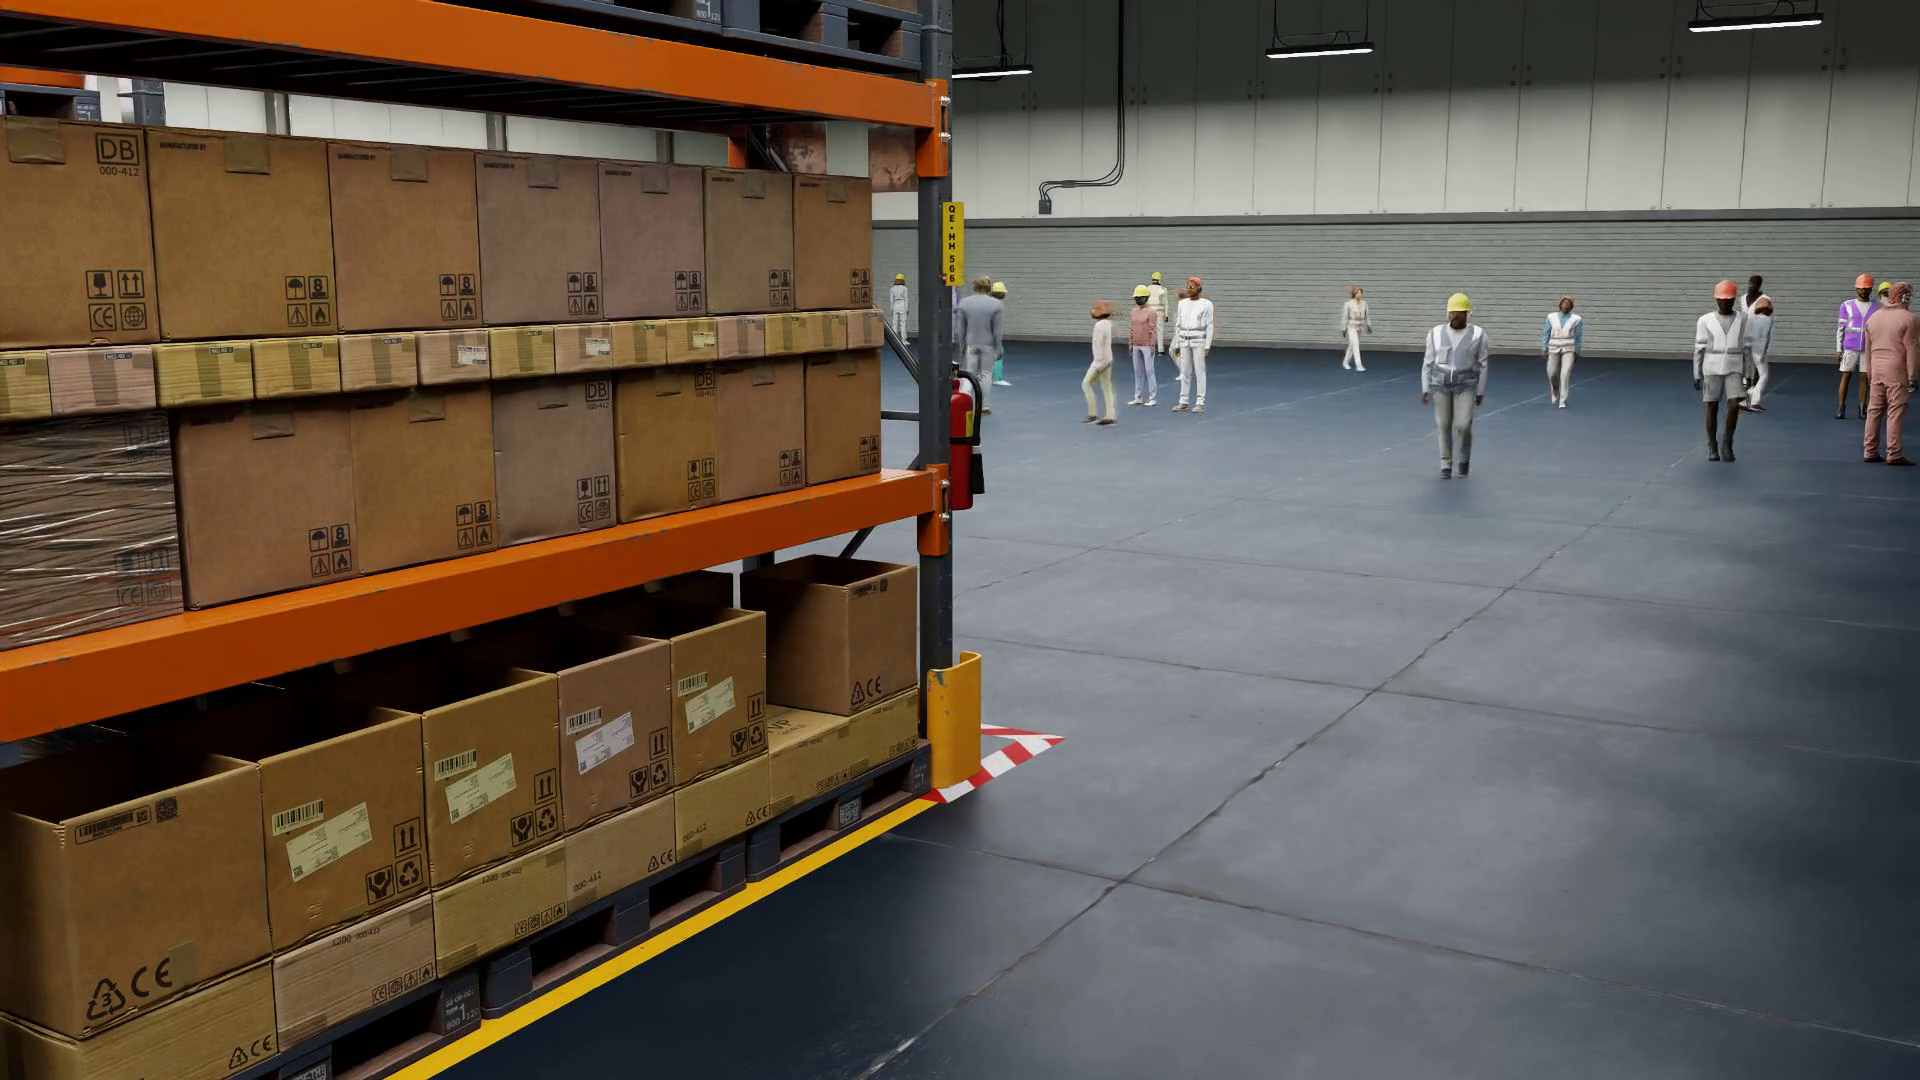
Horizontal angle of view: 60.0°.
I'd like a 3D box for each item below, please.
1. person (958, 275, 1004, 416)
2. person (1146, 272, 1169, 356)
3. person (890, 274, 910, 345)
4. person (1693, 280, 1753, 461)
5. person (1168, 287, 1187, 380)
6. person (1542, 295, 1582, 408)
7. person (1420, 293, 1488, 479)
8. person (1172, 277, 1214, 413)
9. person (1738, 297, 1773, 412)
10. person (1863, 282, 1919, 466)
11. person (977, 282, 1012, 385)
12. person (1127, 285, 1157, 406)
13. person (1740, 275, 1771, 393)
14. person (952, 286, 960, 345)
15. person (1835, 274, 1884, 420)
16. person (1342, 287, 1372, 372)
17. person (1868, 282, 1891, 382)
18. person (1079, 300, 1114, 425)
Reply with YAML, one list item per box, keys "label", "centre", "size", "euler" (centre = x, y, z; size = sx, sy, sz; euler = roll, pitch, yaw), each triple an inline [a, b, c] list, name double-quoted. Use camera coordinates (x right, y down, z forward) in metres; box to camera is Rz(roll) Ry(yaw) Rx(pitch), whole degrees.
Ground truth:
- label: "person"
  centre: [0.267, -2.623, 22.537]
  size: [0.629, 1.928, 0.535]
  euler: [3, 10, 19]
- label: "person"
  centre: [4.286, -4.942, 36.388]
  size: [0.602, 1.828, 0.404]
  euler: [4, 10, 22]
- label: "person"
  centre: [-1.473, -5.675, 40.959]
  size: [0.484, 1.736, 0.307]
  euler: [4, 11, 23]
- label: "person"
  centre: [8.047, -1.768, 17.544]
  size: [0.588, 1.916, 0.639]
  euler: [3, 10, 19]
- label: "person"
  centre: [3.861, -3.594, 29.092]
  size: [0.392, 1.631, 0.516]
  euler: [3, 10, 18]
- label: "person"
  centre: [8.695, -2.722, 24.001]
  size: [0.524, 1.616, 0.594]
  euler: [5, 11, 27]
- label: "person"
  centre: [4.803, -1.488, 16.210]
  size: [0.597, 1.817, 0.433]
  euler: [4, 11, 24]
- label: "person"
  centre: [3.250, -2.718, 23.217]
  size: [0.573, 1.883, 0.356]
  euler: [8, 12, 38]
- label: "person"
  centre: [11.086, -2.581, 23.195]
  size: [0.468, 1.604, 0.515]
  euler: [-3, 10, -16]
- label: "person"
  centre: [9.757, -1.732, 17.369]
  size: [0.411, 1.910, 0.643]
  euler: [-3, 10, -17]
- label: "person"
  centre: [0.552, -3.470, 28.020]
  size: [0.579, 1.754, 0.532]
  euler: [0, 10, 3]
- label: "person"
  centre: [2.648, -2.824, 24.211]
  size: [0.349, 1.759, 0.522]
  euler: [-8, 12, -38]
- label: "person"
  centre: [12.552, -3.234, 26.260]
  size: [0.550, 1.868, 0.618]
  euler: [-4, 10, -22]
- label: "person"
  centre: [-0.197, -5.729, 40.760]
  size: [0.409, 1.911, 0.651]
  euler: [-4, 10, -21]
- label: "person"
  centre: [11.988, -2.567, 22.170]
  size: [0.552, 1.937, 0.356]
  euler: [4, 10, 21]
- label: "person"
  centre: [7.526, -4.023, 31.691]
  size: [0.514, 1.597, 0.872]
  euler: [-4, 11, -25]
- label: "person"
  centre: [15.014, -3.318, 27.101]
  size: [0.541, 1.764, 0.345]
  euler: [4, 11, 24]
- label: "person"
  centre: [1.752, -2.276, 21.403]
  size: [0.577, 1.609, 0.521]
  euler: [4, 10, 21]
